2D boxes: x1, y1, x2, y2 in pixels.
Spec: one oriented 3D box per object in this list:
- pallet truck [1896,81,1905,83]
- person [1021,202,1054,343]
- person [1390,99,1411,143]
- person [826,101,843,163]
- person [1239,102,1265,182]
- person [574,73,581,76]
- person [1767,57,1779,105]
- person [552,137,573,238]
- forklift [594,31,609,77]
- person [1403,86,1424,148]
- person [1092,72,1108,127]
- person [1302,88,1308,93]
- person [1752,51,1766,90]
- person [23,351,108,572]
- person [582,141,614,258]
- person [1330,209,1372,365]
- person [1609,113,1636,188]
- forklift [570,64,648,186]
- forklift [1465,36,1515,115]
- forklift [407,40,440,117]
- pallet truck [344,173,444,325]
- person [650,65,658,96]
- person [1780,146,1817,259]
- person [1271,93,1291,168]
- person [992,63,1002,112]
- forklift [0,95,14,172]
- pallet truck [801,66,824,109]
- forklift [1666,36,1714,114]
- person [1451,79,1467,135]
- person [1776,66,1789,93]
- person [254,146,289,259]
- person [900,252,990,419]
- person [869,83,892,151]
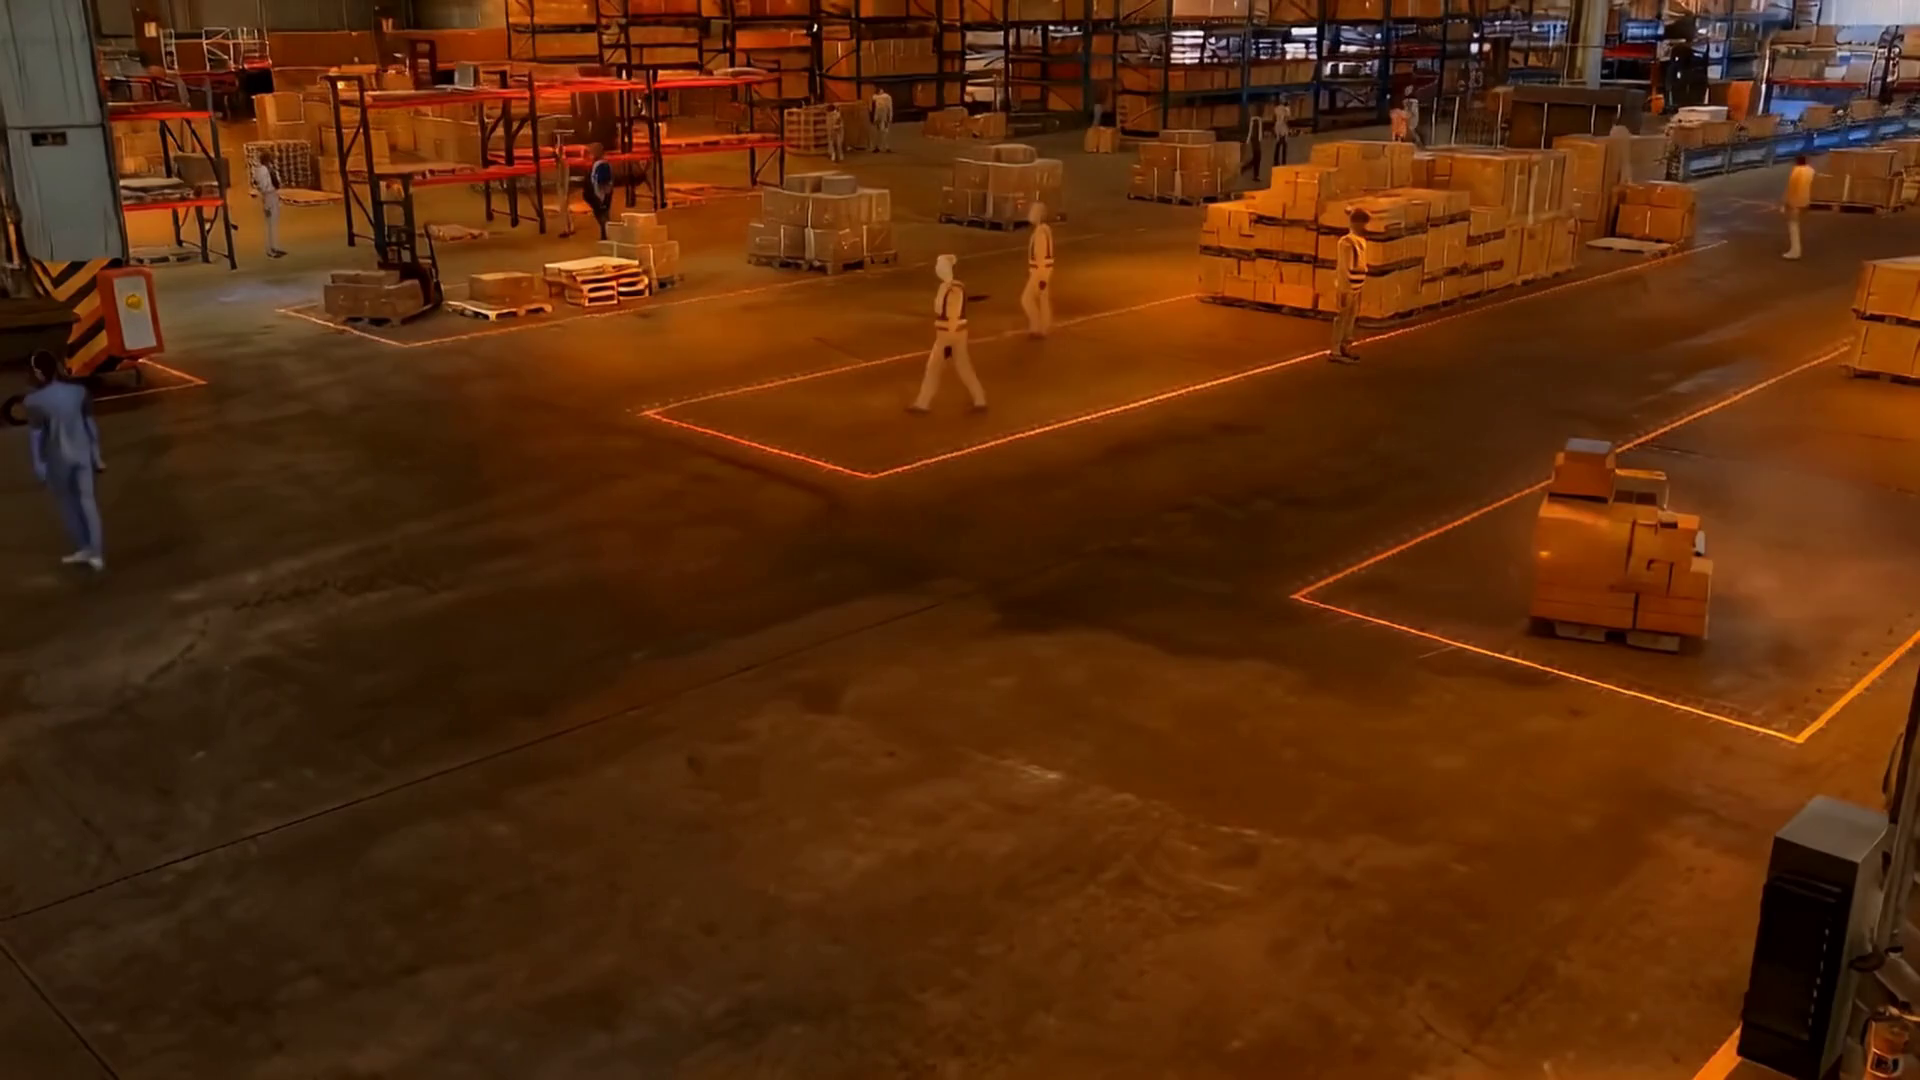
[{"bbox_3d":[34.802,-16.331,61.455,0.653,1.274,1.630,17,25,41],"label":"pallet truck"},{"bbox_3d":[0.983,-3.521,21.966,0.523,1.867,0.615,2,18,6],"label":"person"},{"bbox_3d":[12.042,-11.223,45.514,0.543,1.654,0.862,4,19,11],"label":"person"},{"bbox_3d":[-3.376,-10.988,44.827,0.523,1.638,0.311,-15,24,-39],"label":"person"},{"bbox_3d":[7.163,-9.701,40.540,0.566,1.902,0.595,4,19,12],"label":"person"},{"bbox_3d":[-12.505,-14.411,54.761,0.986,1.886,0.563,-4,19,-12],"label":"person"},{"bbox_3d":[32.842,-18.517,67.102,0.594,1.890,0.666,-10,21,-28],"label":"person"},{"bbox_3d":[-7.516,-6.647,31.381,0.326,1.876,0.520,-5,19,-14],"label":"person"},{"bbox_3d":[-14.626,-19.907,69.759,1.129,2.768,1.873,17,25,41],"label":"forklift"},{"bbox_3d":[12.496,-11.493,45.808,0.964,1.998,0.647,-13,22,-34],"label":"person"},{"bbox_3d":[4.471,-14.160,53.913,0.742,1.958,0.634,-11,21,-31],"label":"person"},{"bbox_3d":[14.087,-18.717,68.145,0.619,1.620,0.517,16,24,39],"label":"person"},{"bbox_3d":[37.207,-21.866,77.426,0.643,1.746,0.535,-17,25,-41],"label":"person"},{"bbox_3d":[-7.102,-0.625,13.318,0.646,1.826,0.594,17,25,41],"label":"person"},{"bbox_3d":[-6.271,-5.891,28.844,0.536,2.000,0.675,-4,19,-13],"label":"person"},{"bbox_3d":[4.900,-3.171,20.817,0.418,1.940,0.600,12,22,32],"label":"person"},{"bbox_3d":[14.775,-8.608,37.294,0.875,1.876,0.635,16,24,39],"label":"person"},{"bbox_3d":[-8.472,-9.771,39.220,1.129,2.768,1.873,17,25,41],"label":"forklift"},{"bbox_3d":[19.973,-17.201,61.605,1.873,2.768,1.129,16,24,40],"label":"forklift"},{"bbox_3d":[-18.606,-15.964,57.878,1.873,2.768,1.129,17,25,41],"label":"forklift"},{"bbox_3d":[-8.209,-4.181,23.757,0.823,1.965,1.885,3,19,9],"label":"pallet truck"},{"bbox_3d":[-11.907,-17.520,64.417,0.317,1.696,0.541,17,25,41],"label":"person"},{"bbox_3d":[14.593,-5.899,29.056,0.589,1.914,0.603,-8,20,-24],"label":"person"},{"bbox_3d":[8.352,-10.609,43.184,0.380,1.958,0.603,-15,24,-38],"label":"person"},{"bbox_3d":[1.343,-16.362,60.561,0.379,1.933,0.629,3,19,10],"label":"person"},{"bbox_3d":[-24.286,-10.810,42.349,1.129,2.768,1.873,17,25,41],"label":"forklift"},{"bbox_3d":[-4.812,-15.182,56.903,0.823,1.965,1.885,-9,21,-26],"label":"pallet truck"},{"bbox_3d":[27.341,-17.291,61.877,1.129,2.768,1.873,17,25,41],"label":"forklift"},{"bbox_3d":[16.029,-13.872,53.324,0.536,1.751,0.543,-12,22,-31],"label":"person"},{"bbox_3d":[31.204,-17.137,63.091,0.611,1.807,0.430,-3,19,-9],"label":"person"},{"bbox_3d":[-12.020,-5.873,28.960,0.364,1.930,0.588,-1,18,-3],"label":"person"},{"bbox_3d":[-0.125,-2.211,18.086,1.016,1.830,0.594,-5,19,-16],"label":"person"},{"bbox_3d":[-2.299,-12.253,48.207,0.705,1.915,0.506,-1,18,-2],"label":"person"}]
